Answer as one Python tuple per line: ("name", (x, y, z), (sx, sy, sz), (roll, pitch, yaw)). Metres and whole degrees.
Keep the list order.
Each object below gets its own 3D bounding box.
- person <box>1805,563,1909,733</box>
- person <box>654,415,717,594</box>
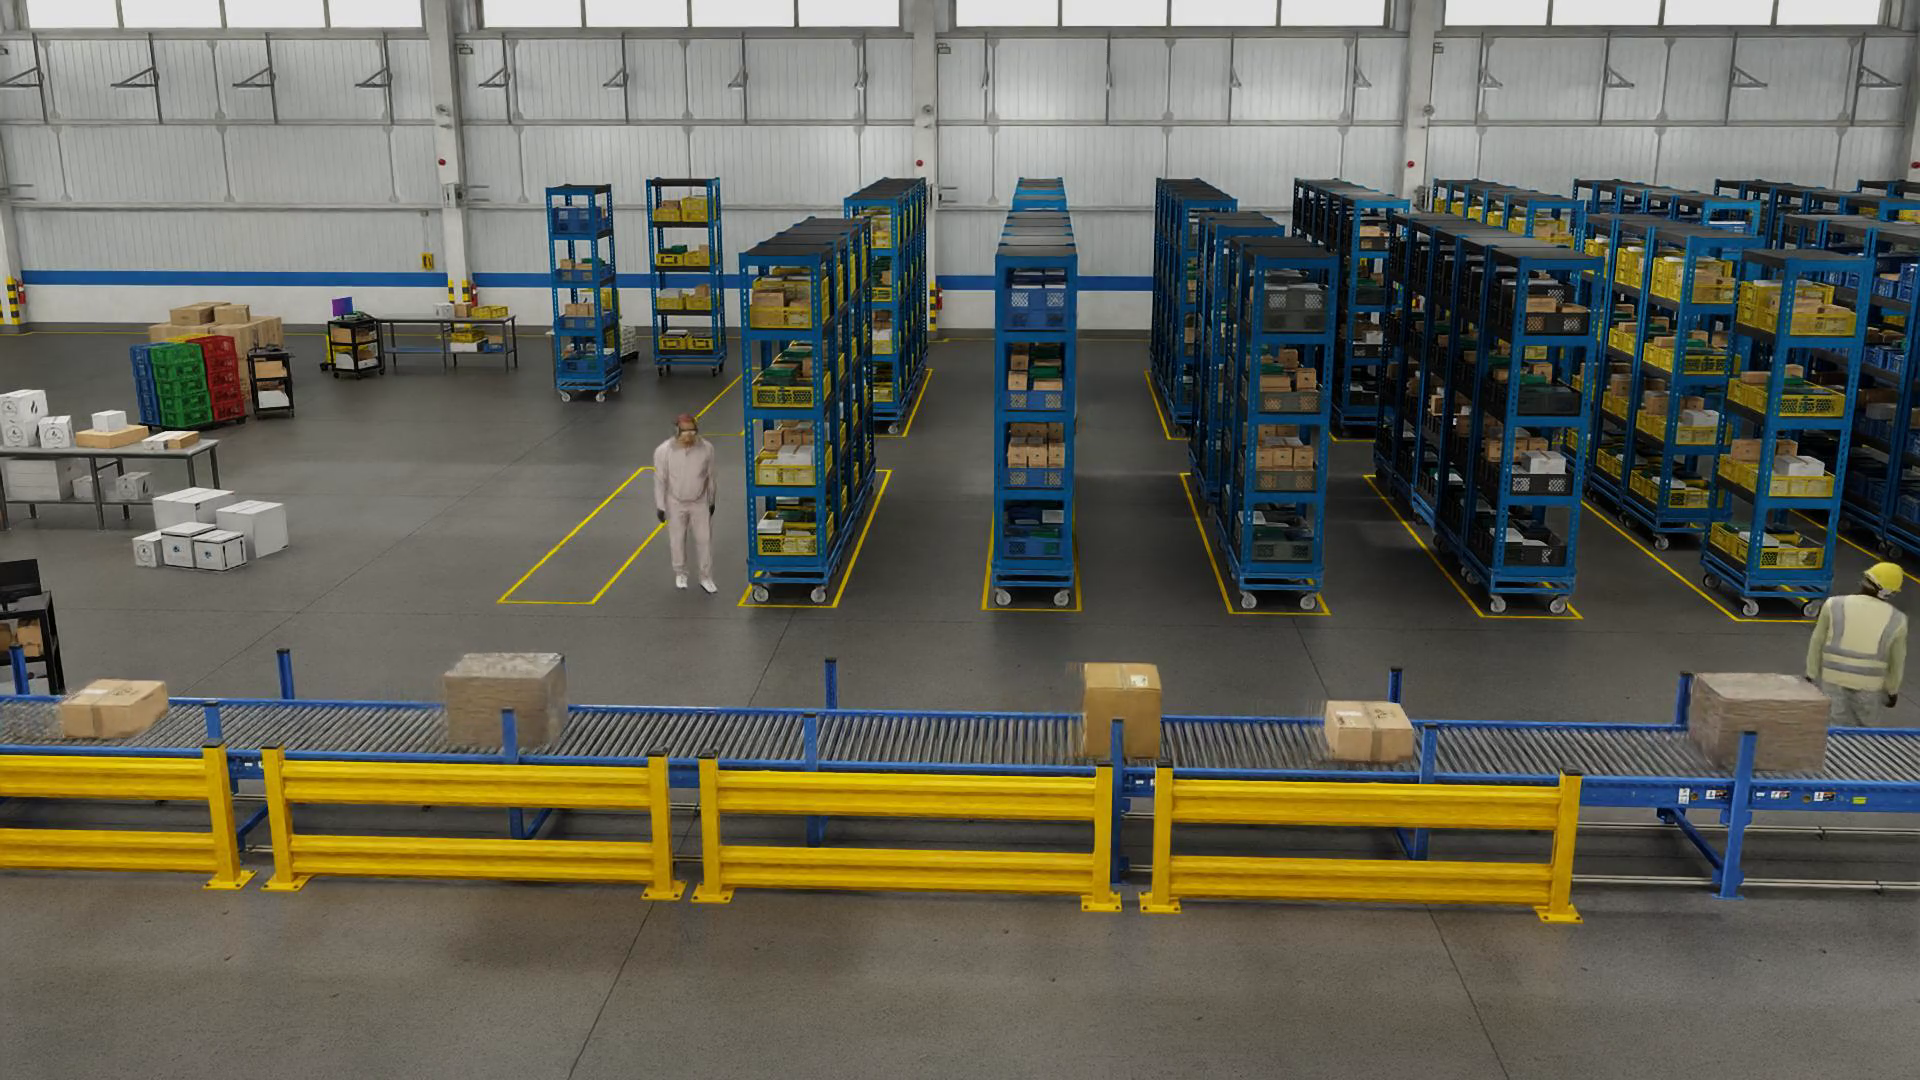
("person", (6.616, 1.039, 12.312), (0.636, 1.787, 0.485), (7, 17, 26))
("person", (-2.837, -0.359, 17.324), (0.668, 1.881, 0.775), (-5, 16, -17))
